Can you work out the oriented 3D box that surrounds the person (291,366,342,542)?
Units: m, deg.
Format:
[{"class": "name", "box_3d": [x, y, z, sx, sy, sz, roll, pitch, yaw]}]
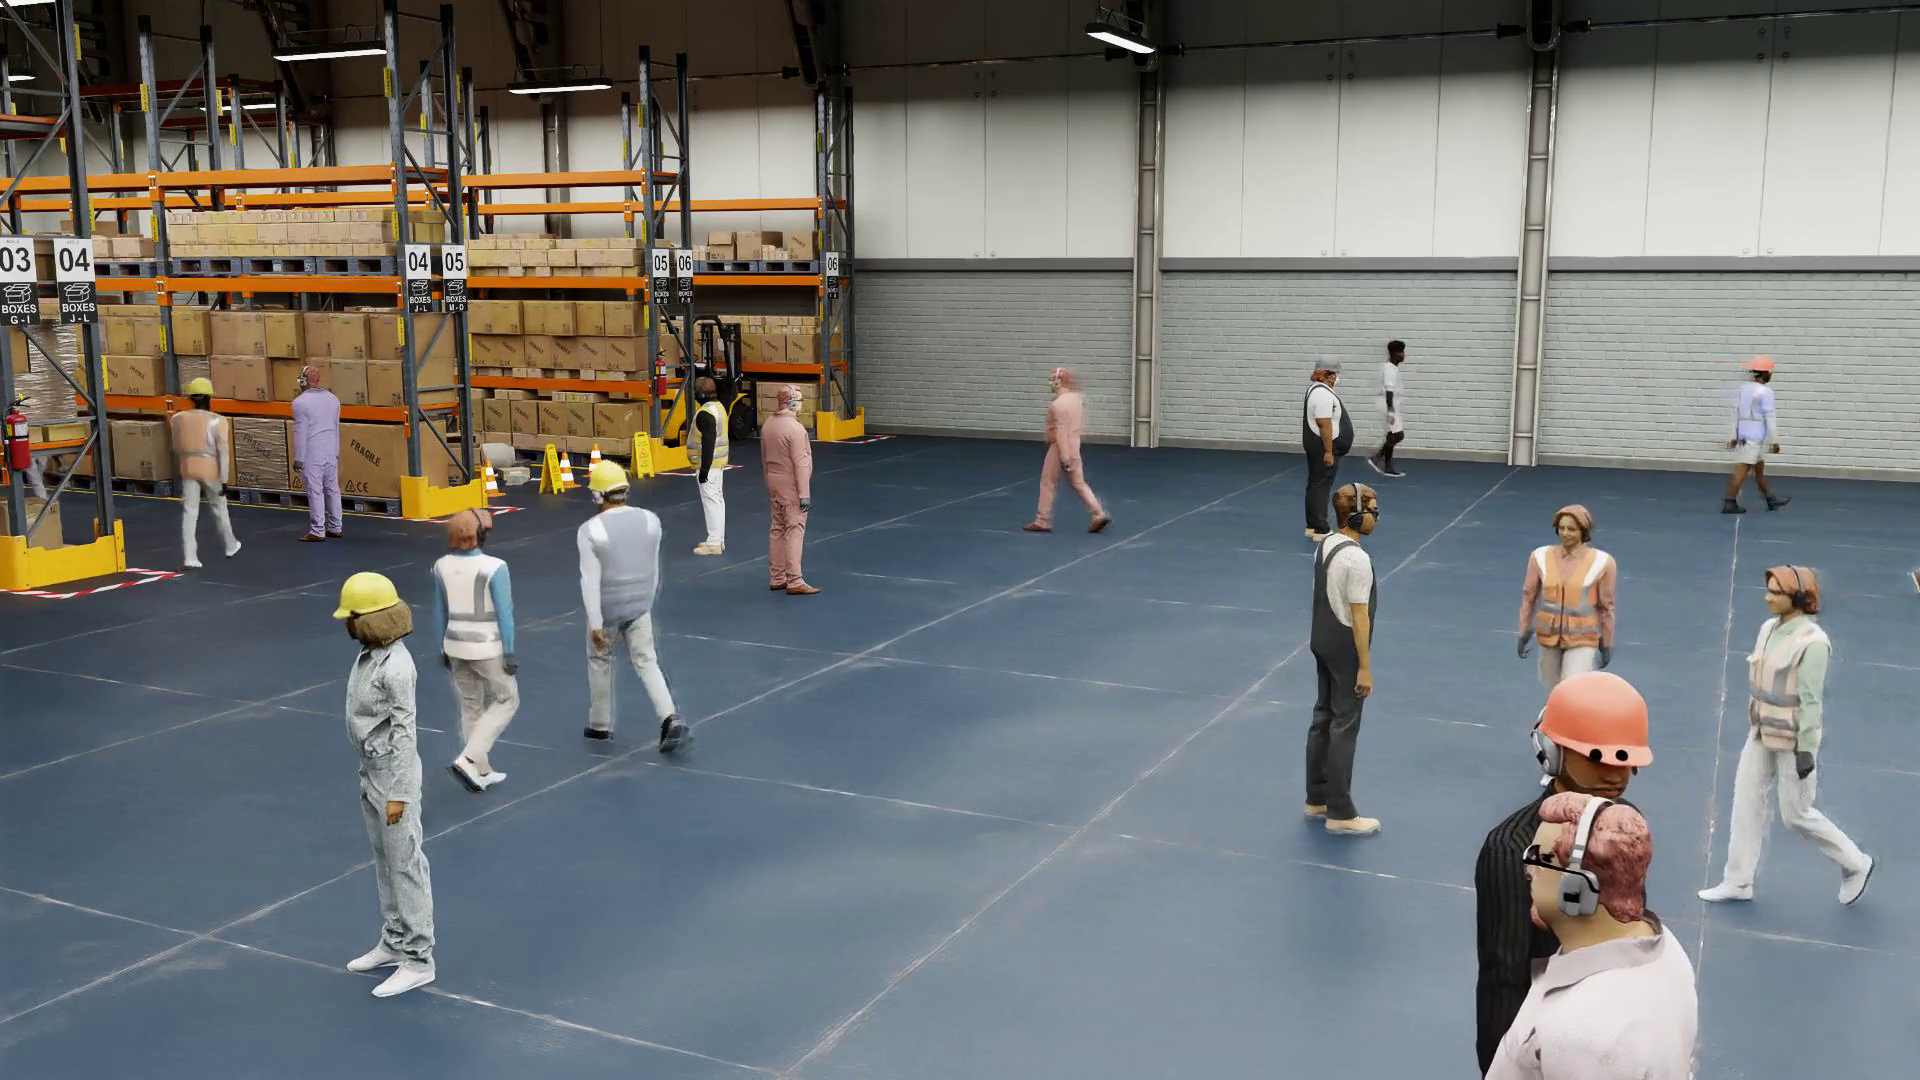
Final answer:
[{"class": "person", "box_3d": [-7.001, -0.932, 18.038, 0.399, 1.909, 0.642, 4, 10, 21]}]

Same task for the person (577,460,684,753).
[{"class": "person", "box_3d": [-2.037, 0.410, 10.139, 0.578, 1.808, 0.838, -8, 12, -39]}]

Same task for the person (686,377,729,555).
[{"class": "person", "box_3d": [-2.619, -0.770, 17.252, 0.429, 1.839, 0.633, 0, 9, 2]}]

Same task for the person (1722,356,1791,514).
[{"class": "person", "box_3d": [9.661, -1.249, 19.994, 0.965, 1.893, 0.569, -1, 9, -5]}]

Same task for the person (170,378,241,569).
[{"class": "person", "box_3d": [-7.541, -0.678, 16.592, 0.589, 1.869, 1.031, 0, 9, -3]}]

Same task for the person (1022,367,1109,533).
[{"class": "person", "box_3d": [1.204, -0.996, 18.552, 0.955, 1.869, 0.636, 5, 10, 27]}]

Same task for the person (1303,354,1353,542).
[{"class": "person", "box_3d": [4.001, -1.009, 18.099, 0.536, 2.000, 0.676, 0, 9, 0]}]

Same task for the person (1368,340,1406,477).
[{"class": "person", "box_3d": [6.124, -1.860, 23.566, 0.427, 1.955, 0.629, 3, 10, 15]}]

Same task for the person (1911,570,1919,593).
[{"class": "person", "box_3d": [8.744, -0.208, 14.514, 0.504, 1.612, 0.704, -8, 12, -40]}]

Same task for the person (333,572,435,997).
[{"class": "person", "box_3d": [-2.365, 0.983, 6.807, 0.303, 1.740, 0.485, -7, 11, -35]}]

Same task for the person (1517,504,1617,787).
[{"class": "person", "box_3d": [3.556, 0.574, 9.727, 0.526, 1.606, 0.807, 7, 12, 38]}]

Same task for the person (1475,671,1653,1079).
[{"class": "person", "box_3d": [1.502, 1.293, 4.132, 0.622, 1.991, 0.376, -7, 12, -38]}]

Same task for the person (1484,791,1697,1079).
[{"class": "person", "box_3d": [1.252, 1.450, 3.432, 0.405, 1.906, 0.653, 6, 11, 31]}]

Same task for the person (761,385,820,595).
[{"class": "person", "box_3d": [-1.534, -0.457, 15.129, 0.407, 1.904, 0.655, -7, 11, -35]}]

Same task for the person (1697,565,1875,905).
[{"class": "person", "box_3d": [3.843, 0.907, 7.642, 0.700, 1.614, 0.524, 0, 9, -2]}]

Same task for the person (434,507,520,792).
[{"class": "person", "box_3d": [-2.717, 0.629, 9.297, 0.530, 1.626, 0.439, 5, 10, 26]}]

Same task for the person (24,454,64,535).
[{"class": "person", "box_3d": [-10.222, -0.931, 18.301, 1.004, 1.821, 0.543, 6, 11, 33]}]

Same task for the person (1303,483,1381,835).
[{"class": "person", "box_3d": [2.014, 0.616, 8.733, 0.326, 1.843, 0.517, -2, 9, -13]}]
